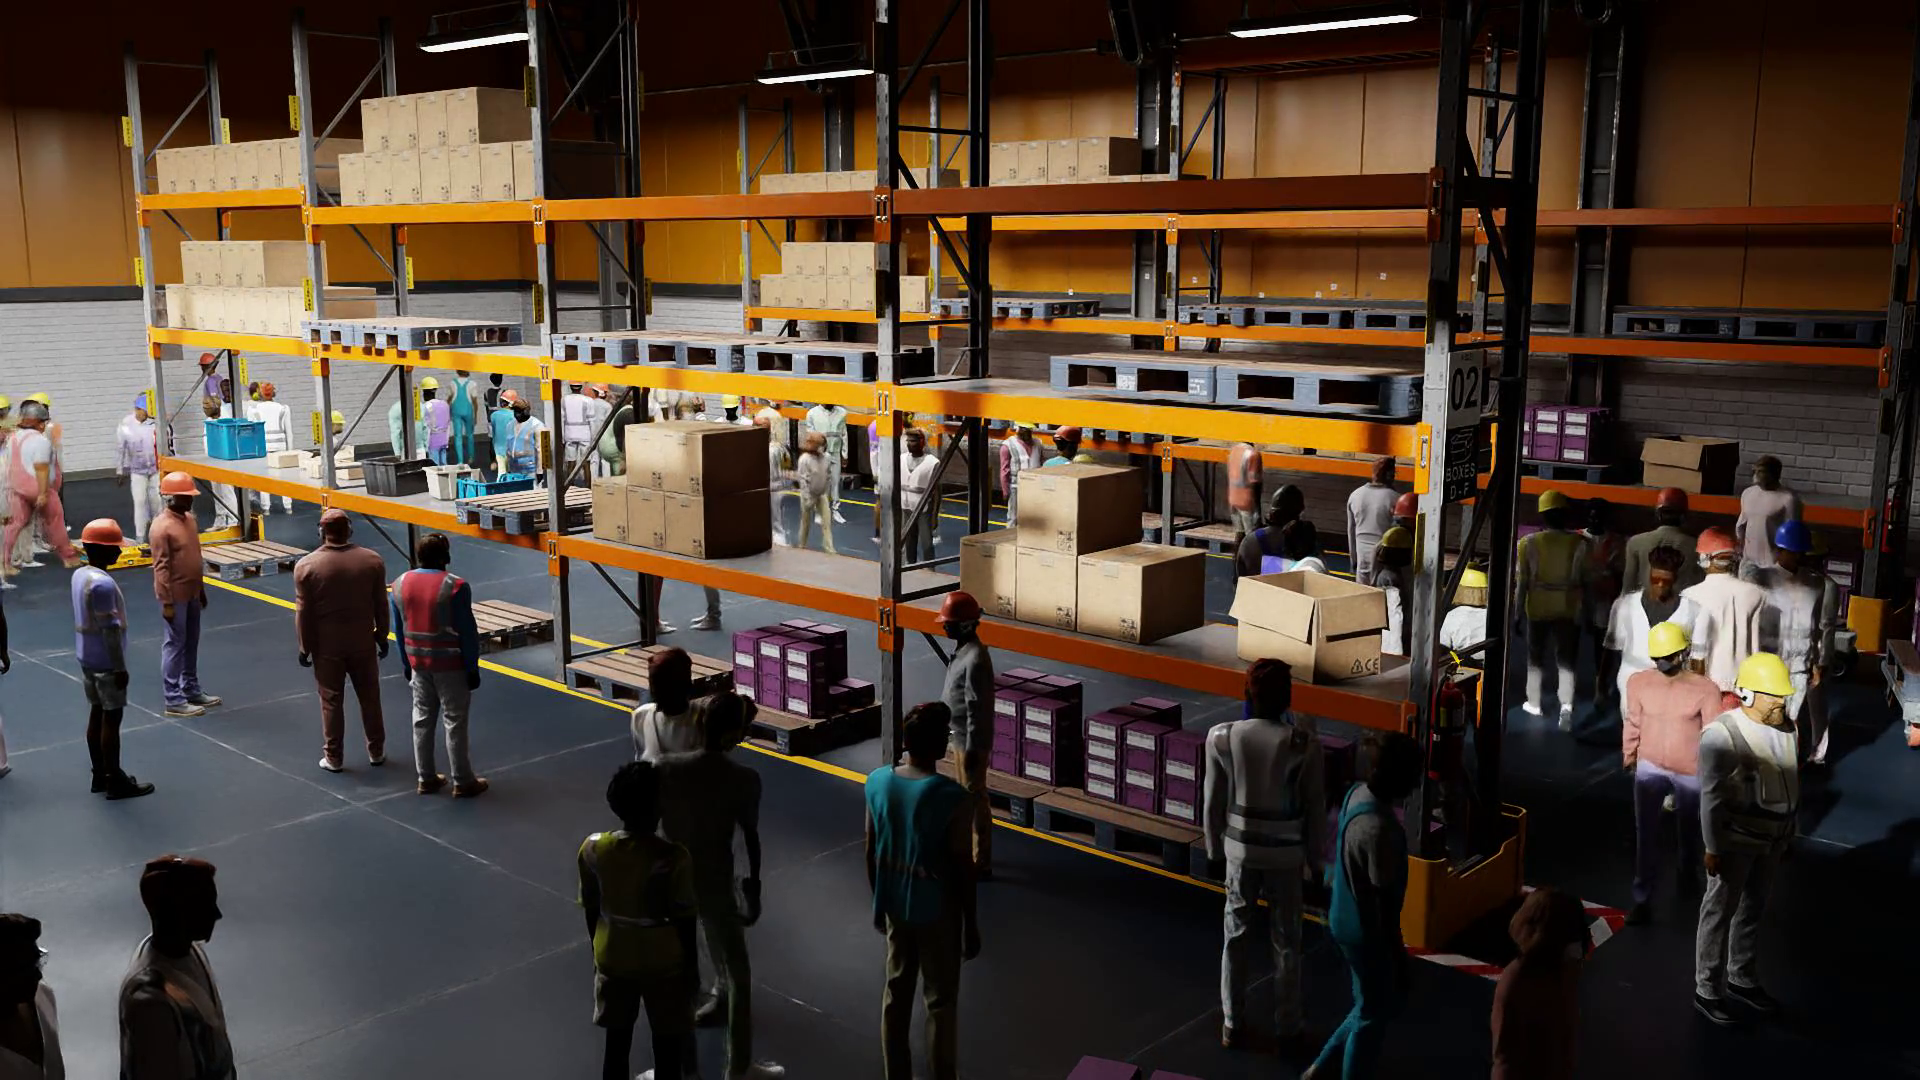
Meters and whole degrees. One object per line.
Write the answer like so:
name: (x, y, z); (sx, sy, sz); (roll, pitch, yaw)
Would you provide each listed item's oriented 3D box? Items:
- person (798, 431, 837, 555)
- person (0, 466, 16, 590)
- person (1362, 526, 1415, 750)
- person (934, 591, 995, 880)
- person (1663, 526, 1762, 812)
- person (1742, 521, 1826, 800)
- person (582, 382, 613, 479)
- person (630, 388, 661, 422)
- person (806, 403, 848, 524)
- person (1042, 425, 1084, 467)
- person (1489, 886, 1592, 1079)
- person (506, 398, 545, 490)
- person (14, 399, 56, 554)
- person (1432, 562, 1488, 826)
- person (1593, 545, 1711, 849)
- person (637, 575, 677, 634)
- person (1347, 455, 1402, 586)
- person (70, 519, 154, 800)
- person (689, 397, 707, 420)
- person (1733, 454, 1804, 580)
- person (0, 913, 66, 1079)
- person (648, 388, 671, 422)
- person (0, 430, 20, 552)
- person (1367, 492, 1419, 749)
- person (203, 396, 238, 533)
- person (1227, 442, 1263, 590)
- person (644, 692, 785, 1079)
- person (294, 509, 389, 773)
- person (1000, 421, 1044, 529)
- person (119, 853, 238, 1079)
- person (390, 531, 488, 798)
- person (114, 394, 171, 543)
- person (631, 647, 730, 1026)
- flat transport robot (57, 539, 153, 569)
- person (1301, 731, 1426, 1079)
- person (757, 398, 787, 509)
person: (-1.680, -0.501, 19.786); (0.542, 1.618, 0.562); (-9, 14, -43)
person: (-10.688, -0.302, 18.280); (0.488, 1.735, 0.367); (2, 10, 9)
person: (3.179, 0.760, 12.266); (0.321, 1.738, 0.486); (0, 10, 2)
person: (0.024, 1.162, 9.963); (0.353, 1.743, 0.570); (-2, 10, -10)
person: (4.921, 0.899, 10.790); (0.623, 1.973, 0.700); (-2, 10, -11)
person: (5.569, 0.824, 11.294); (0.615, 1.945, 0.404); (-2, 10, -9)
person: (-5.982, -1.937, 26.943); (0.680, 1.924, 0.626); (-2, 10, -9)
person: (-4.622, -1.431, 24.254); (0.603, 1.863, 0.428); (0, 10, 0)
person: (-1.809, -1.170, 22.680); (0.590, 1.912, 0.391); (-5, 11, -28)
person: (1.052, -0.146, 16.545); (0.404, 2.035, 0.606); (-6, 12, -29)
person: (2.026, 1.973, 5.714); (0.535, 1.614, 0.556); (-8, 13, -39)
person: (-5.589, -0.906, 21.398); (0.625, 1.838, 0.429); (5, 11, 28)
person: (-11.444, -0.781, 20.480); (0.398, 1.910, 0.600); (-2, 10, -10)
person: (3.323, 1.003, 10.888); (0.487, 1.736, 0.333); (-1, 10, -5)
person: (4.449, 0.951, 10.712); (0.635, 1.915, 1.051); (6, 12, 32)
person: (-3.006, -0.024, 16.220); (0.410, 1.908, 0.598); (-6, 12, -31)
person: (3.801, 0.187, 15.015); (0.409, 1.908, 0.639); (-8, 13, -37)
person: (-5.844, 0.812, 11.417); (0.542, 1.930, 0.374); (10, 14, 44)
person: (-3.751, -1.239, 23.878); (0.320, 1.637, 0.542); (-5, 11, -24)
person: (7.208, 0.190, 14.905); (0.352, 1.937, 0.635); (-4, 11, -22)
person: (-2.884, 1.994, 5.011); (0.392, 1.836, 0.566); (0, 10, -2)
person: (-4.774, -1.861, 26.422); (0.367, 1.966, 0.606); (-8, 13, -38)
person: (-11.317, -0.490, 19.619); (0.530, 1.631, 0.312); (-3, 10, -14)
person: (3.298, 0.620, 12.354); (0.615, 1.984, 0.408); (-5, 11, -28)
person: (-9.705, -0.976, 21.779); (0.504, 1.839, 0.344); (6, 12, 32)
person: (3.145, -0.420, 18.292); (0.366, 1.963, 0.636); (-4, 11, -20)
person: (-1.138, 1.578, 7.397); (0.646, 1.831, 0.344); (-2, 10, -11)
person: (-4.456, 0.719, 12.011); (0.651, 1.904, 0.403); (-6, 12, -32)
person: (0.758, -0.634, 19.905); (0.586, 1.824, 0.404); (-6, 12, -31)
person: (-2.494, 1.910, 5.363); (0.361, 1.877, 0.585); (-3, 10, -17)
person: (-3.559, 0.852, 11.426); (0.633, 1.846, 0.429); (3, 11, 18)
person: (-10.281, -0.879, 20.995); (0.693, 1.926, 0.476); (-7, 12, -33)
person: (-1.348, 1.430, 8.130); (0.585, 1.869, 0.405); (5, 11, 26)
flat transport robot: (-10.225, 0.134, 19.933); (1.431, 0.197, 0.652); (9, 14, 42)
person: (1.742, 1.660, 6.967); (0.381, 1.814, 0.545); (1, 10, 7)
person: (-2.761, -1.320, 24.116); (0.362, 1.714, 0.696); (-8, 13, -38)
